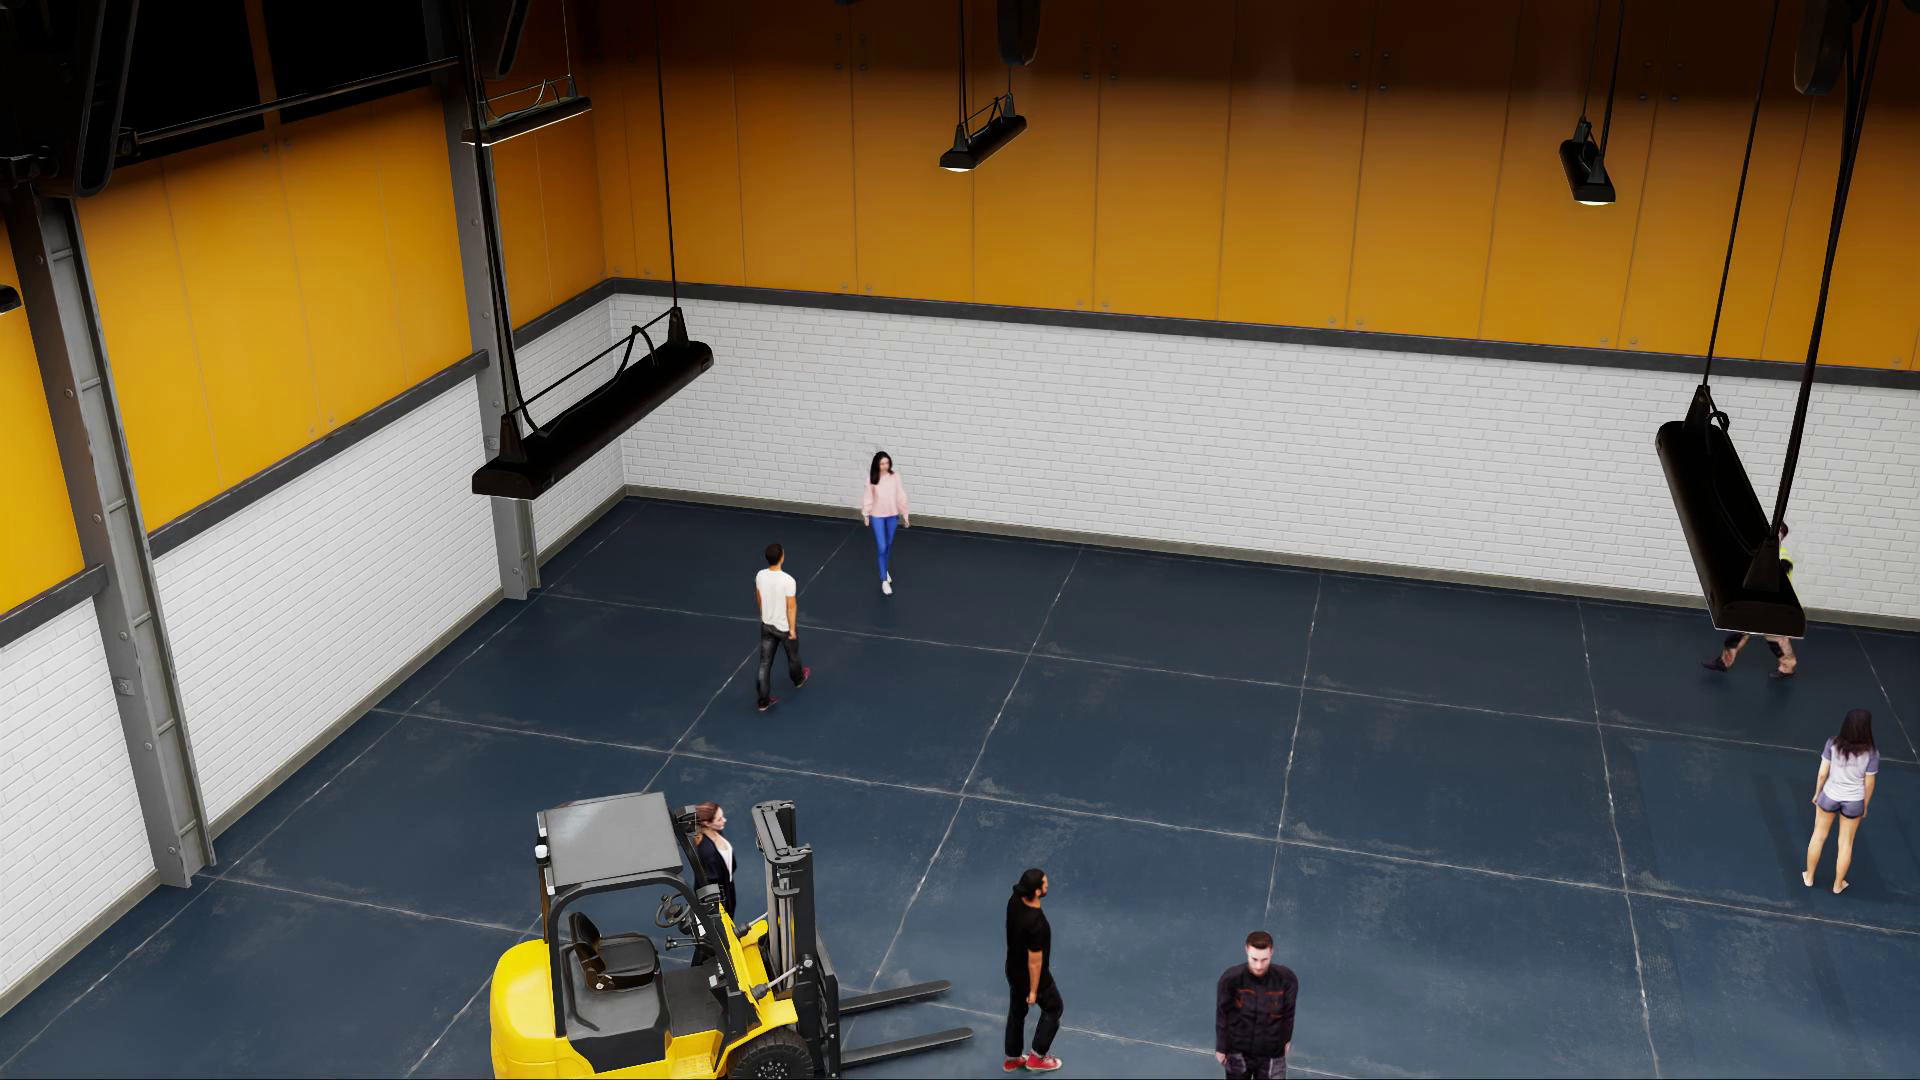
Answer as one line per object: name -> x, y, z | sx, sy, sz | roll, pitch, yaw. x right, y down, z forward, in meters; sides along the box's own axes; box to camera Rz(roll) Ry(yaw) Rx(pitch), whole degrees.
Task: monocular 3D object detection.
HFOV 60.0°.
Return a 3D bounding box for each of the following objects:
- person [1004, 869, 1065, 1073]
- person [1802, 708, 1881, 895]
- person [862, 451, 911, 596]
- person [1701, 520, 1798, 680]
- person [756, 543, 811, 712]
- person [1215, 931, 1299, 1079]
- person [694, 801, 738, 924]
person -> 0.425, 3.154, 12.045 | 0.821, 1.743, 0.761 | -13, 27, -27
person -> 7.528, 2.218, 14.201 | 0.644, 1.732, 0.614 | 15, 28, 31
person -> -0.928, -0.282, 19.913 | 0.975, 1.738, 1.068 | -10, 26, -23
person -> 8.645, 0.665, 17.664 | 0.964, 1.805, 1.190 | 1, 24, 2
person -> -1.934, 0.923, 17.133 | 0.776, 1.757, 1.163 | 10, 26, 22
person -> 1.992, 3.401, 11.306 | 0.784, 1.882, 0.993 | 3, 24, 6
person -> -1.927, 2.771, 12.997 | 0.750, 1.683, 0.591 | 0, 24, -1
